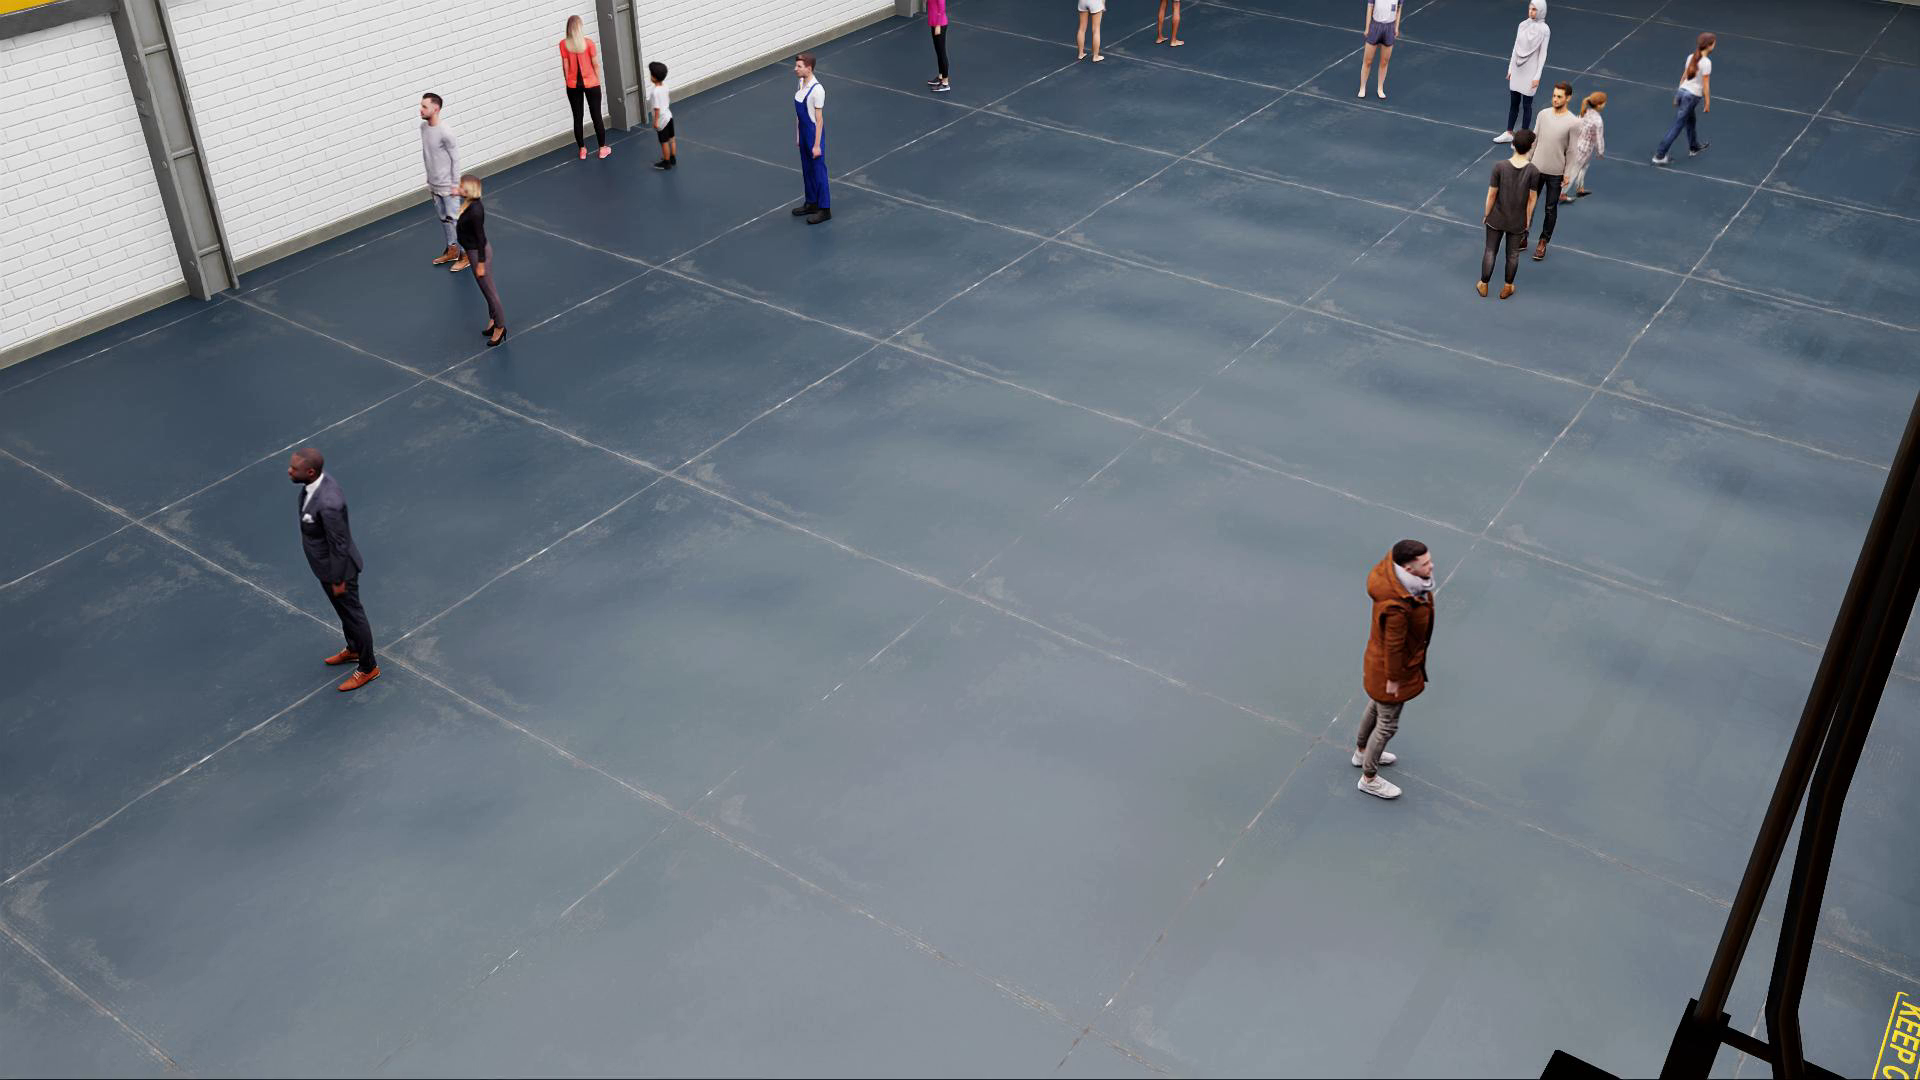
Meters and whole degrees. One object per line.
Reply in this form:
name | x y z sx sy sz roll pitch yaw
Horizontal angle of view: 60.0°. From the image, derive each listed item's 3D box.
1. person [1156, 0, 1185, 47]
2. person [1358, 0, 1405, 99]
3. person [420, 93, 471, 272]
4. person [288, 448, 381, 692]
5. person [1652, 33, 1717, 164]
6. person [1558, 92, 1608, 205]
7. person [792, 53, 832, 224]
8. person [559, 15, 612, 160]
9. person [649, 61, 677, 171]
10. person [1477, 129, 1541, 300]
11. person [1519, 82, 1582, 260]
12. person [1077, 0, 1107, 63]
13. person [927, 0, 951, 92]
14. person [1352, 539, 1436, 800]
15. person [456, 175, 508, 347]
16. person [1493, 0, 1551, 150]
person | 2.985 -7.871 23.451 0.652 1.735 0.565 27 42 34
person | 5.465 -6.581 21.587 0.668 1.650 0.670 3 34 4
person | -5.305 -3.692 17.067 0.699 1.840 0.581 25 41 32
person | -4.245 0.162 11.285 0.763 1.824 0.780 -18 38 -25
person | 8.526 -5.174 19.587 1.079 1.519 0.978 -8 34 -12
person | 6.897 -4.357 18.567 0.828 1.288 0.754 -9 35 -14
person | -1.614 -4.399 18.122 0.687 1.851 0.700 -21 39 -28
person | -4.474 -5.373 19.730 0.680 1.693 0.707 0 34 1
person | -3.496 -4.994 19.551 0.597 1.260 0.484 12 35 17
person | 5.436 -3.229 16.484 0.665 1.717 0.624 12 36 18
person | 6.115 -3.850 17.283 0.670 1.866 0.567 25 41 32
person | 1.796 -7.413 22.880 0.576 1.604 0.571 18 38 25
person | -0.273 -6.781 21.843 0.752 1.699 0.688 -5 34 -7
person | 2.686 0.770 10.357 0.900 1.837 0.808 4 34 6
person | -4.493 -2.640 15.637 0.707 1.672 0.680 -11 35 -16
person | 6.817 -5.617 20.023 0.668 1.775 0.685 -20 39 -27
